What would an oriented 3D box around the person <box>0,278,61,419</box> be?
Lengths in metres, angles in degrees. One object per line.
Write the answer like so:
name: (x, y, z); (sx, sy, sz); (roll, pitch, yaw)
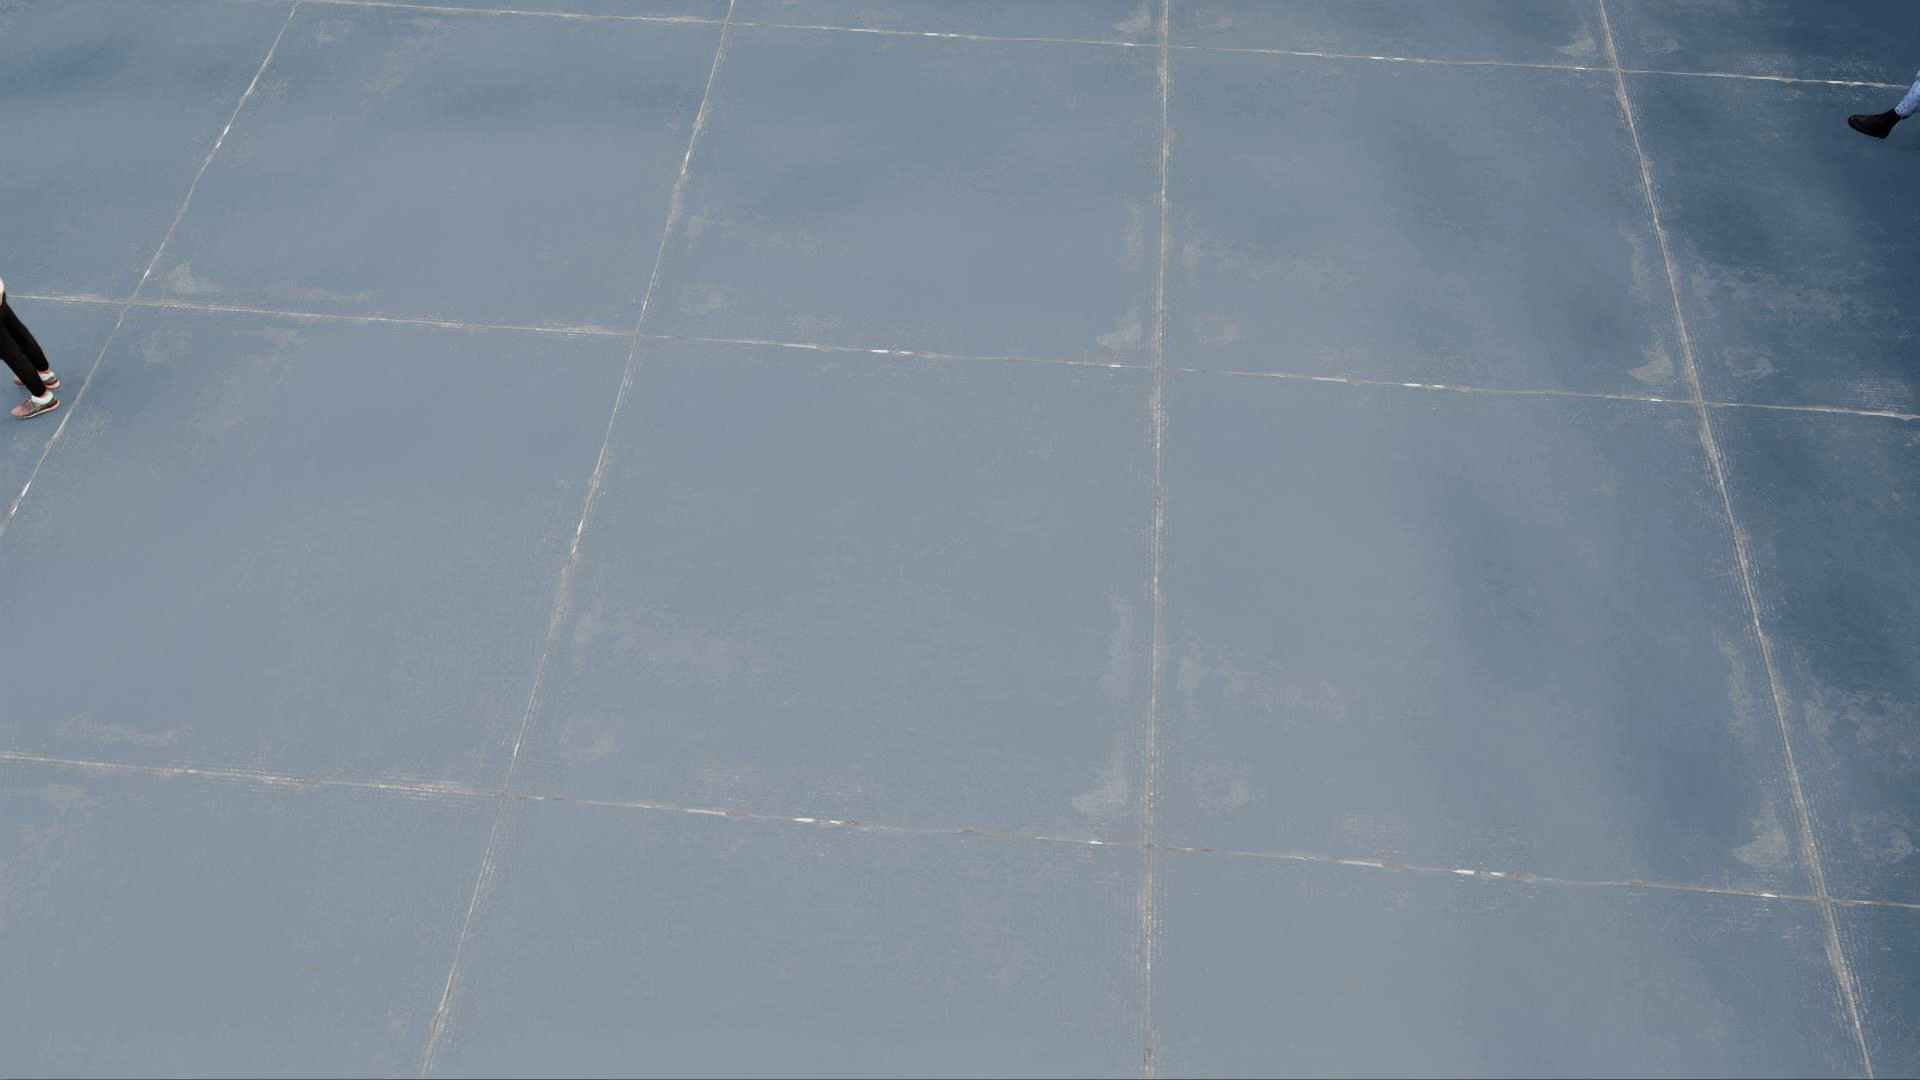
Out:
person: (-5.093, -1.240, 8.656); (0.607, 1.483, 0.626); (-10, 53, -8)
